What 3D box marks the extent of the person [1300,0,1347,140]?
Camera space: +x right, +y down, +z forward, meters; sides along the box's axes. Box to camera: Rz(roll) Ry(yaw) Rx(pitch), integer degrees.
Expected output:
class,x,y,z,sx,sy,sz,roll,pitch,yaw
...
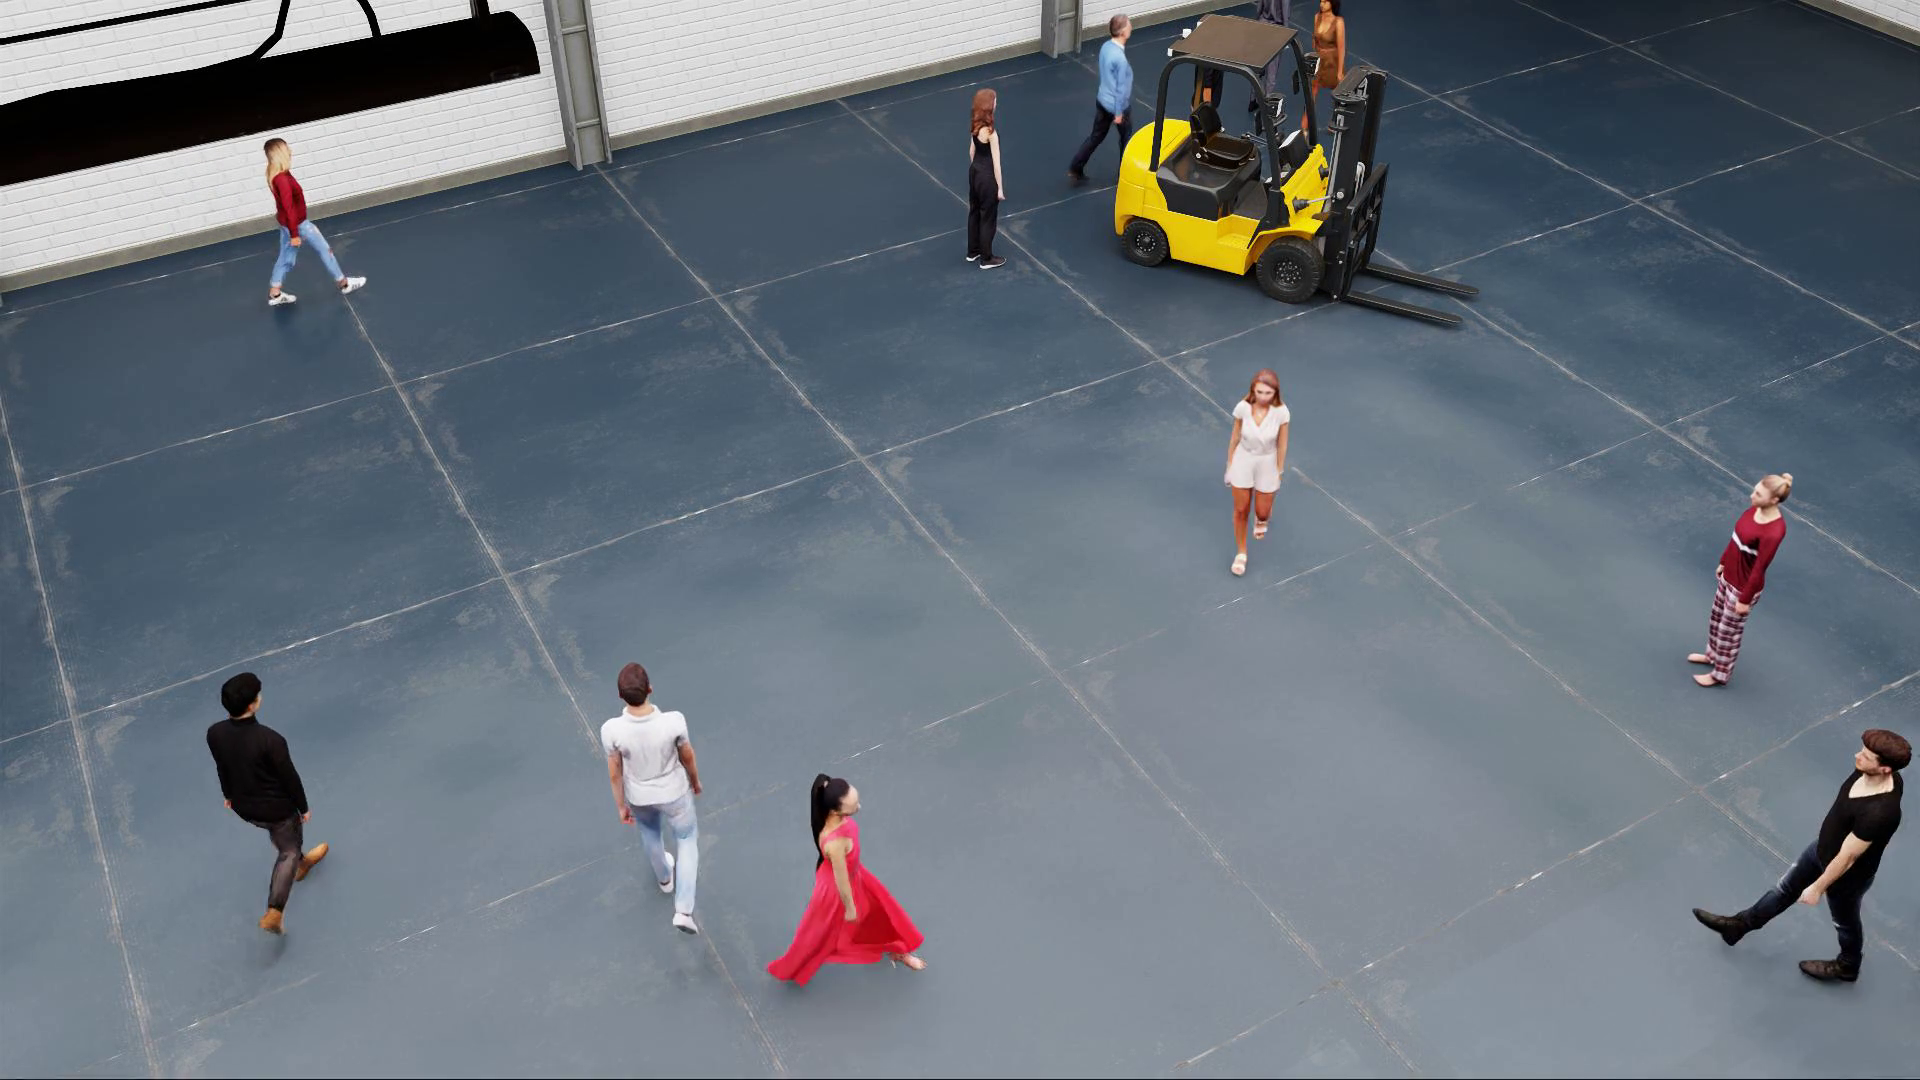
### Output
class,x,y,z,sx,sy,sz,roll,pitch,yaw
person,3.976,-5.085,17.825,0.849,1.634,1.138,31,48,33

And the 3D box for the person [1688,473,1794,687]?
class,x,y,z,sx,sy,sz,roll,pitch,yaw
person,5.220,0.255,11.084,0.700,1.701,0.688,3,39,3

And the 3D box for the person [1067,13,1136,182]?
class,x,y,z,sx,sy,sz,roll,pitch,yaw
person,1.472,-4.428,16.888,1.158,1.777,0.785,-14,41,-17

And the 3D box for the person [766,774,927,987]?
class,x,y,z,sx,sy,sz,roll,pitch,yaw
person,-0.746,1.914,9.030,1.198,1.672,0.914,-4,39,-5

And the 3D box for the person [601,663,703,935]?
class,x,y,z,sx,sy,sz,roll,pitch,yaw
person,-1.703,1.495,9.428,1.064,1.830,0.975,-5,39,-6

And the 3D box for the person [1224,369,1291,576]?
class,x,y,z,sx,sy,sz,roll,pitch,yaw
person,2.162,-0.560,12.122,0.852,1.680,0.922,11,40,13

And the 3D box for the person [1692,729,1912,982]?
class,x,y,z,sx,sy,sz,roll,pitch,yaw
person,4.905,1.786,9.046,1.230,1.853,1.206,12,40,15

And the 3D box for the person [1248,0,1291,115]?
class,x,y,z,sx,sy,sz,roll,pitch,yaw
person,3.417,-5.542,18.281,0.520,1.779,0.615,-25,45,-28

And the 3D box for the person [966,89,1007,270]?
class,x,y,z,sx,sy,sz,roll,pitch,yaw
person,0.213,-3.395,15.618,0.547,1.746,0.601,-24,45,-27

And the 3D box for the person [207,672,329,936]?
class,x,y,z,sx,sy,sz,roll,pitch,yaw
person,-4.004,1.536,9.487,1.075,1.693,1.140,9,39,11

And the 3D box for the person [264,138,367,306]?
class,x,y,z,sx,sy,sz,roll,pitch,yaw
person,-6.088,-2.818,15.024,1.148,1.587,0.737,-27,46,-29
